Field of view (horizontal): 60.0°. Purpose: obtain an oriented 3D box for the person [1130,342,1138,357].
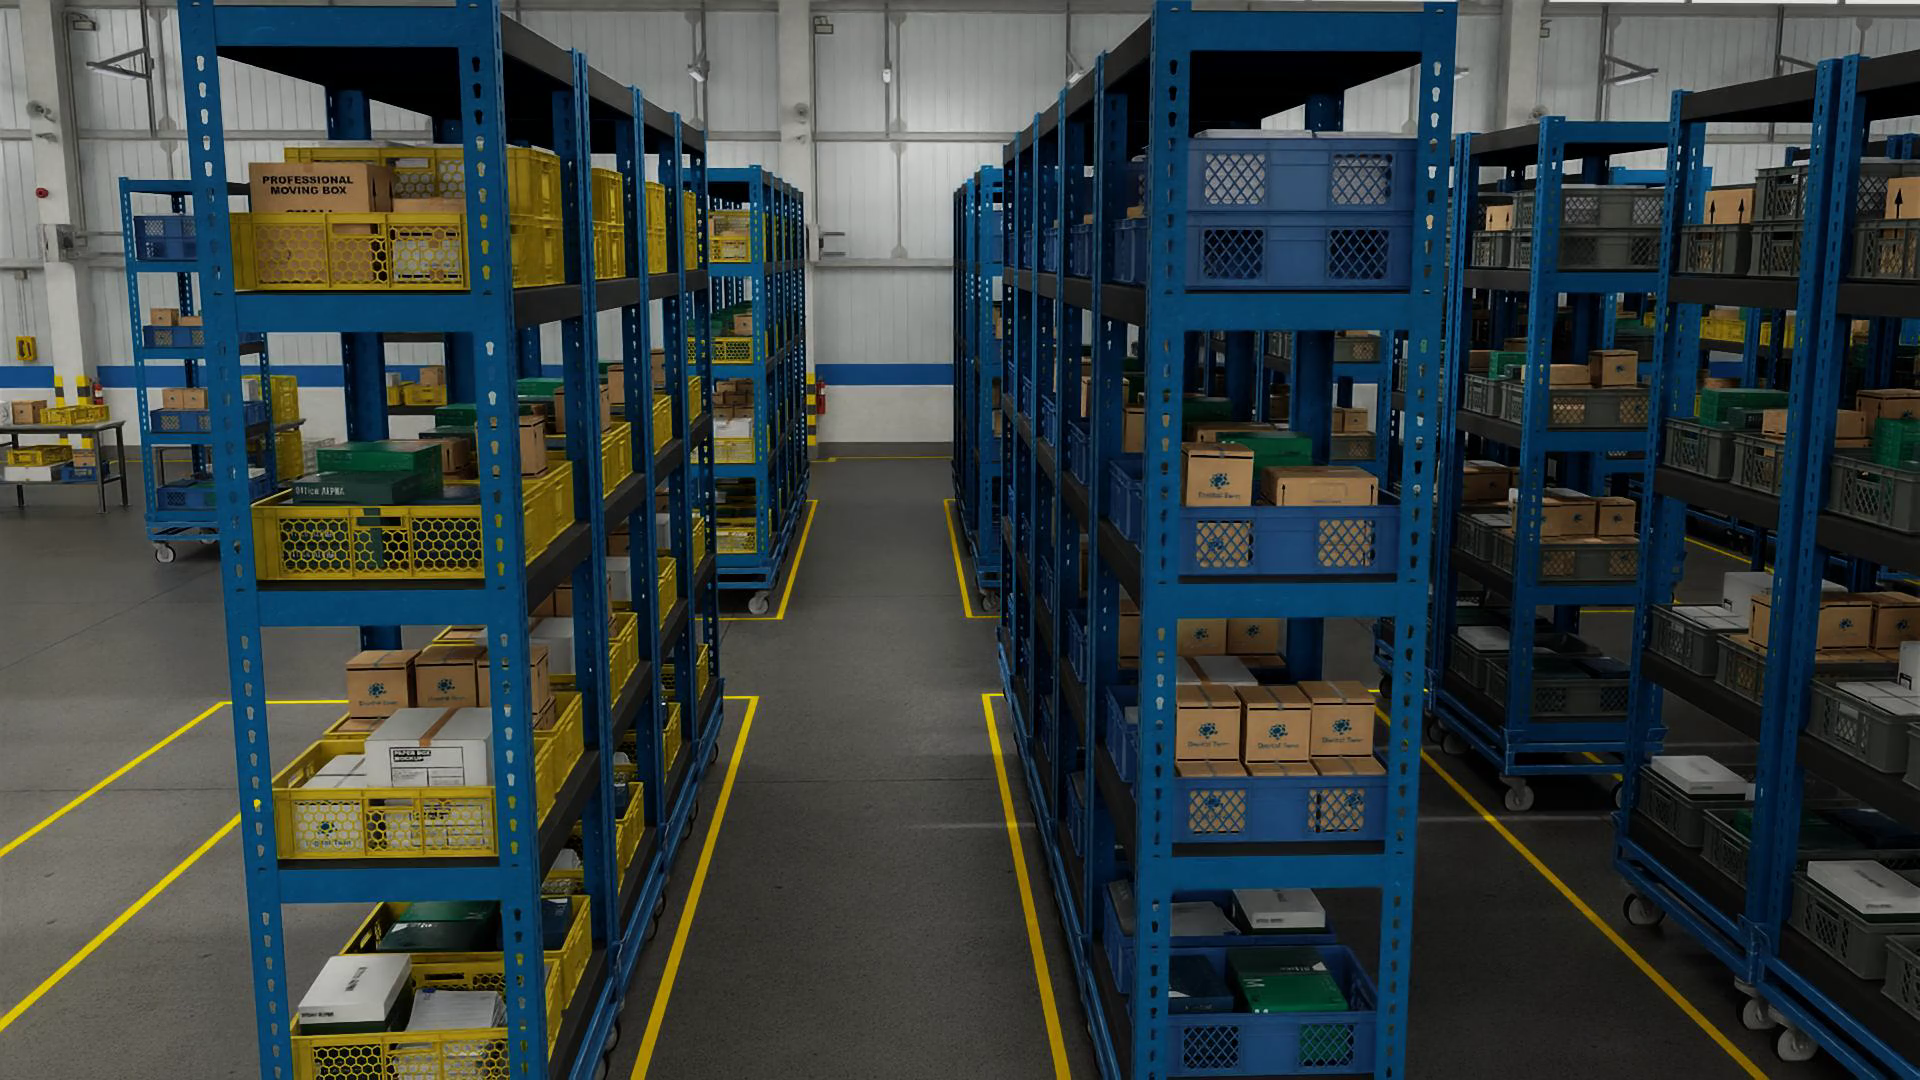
[{"bbox_3d":[2.286,-1.611,21.047,0.993,1.796,0.588,2,10,13],"label":"person"}]
